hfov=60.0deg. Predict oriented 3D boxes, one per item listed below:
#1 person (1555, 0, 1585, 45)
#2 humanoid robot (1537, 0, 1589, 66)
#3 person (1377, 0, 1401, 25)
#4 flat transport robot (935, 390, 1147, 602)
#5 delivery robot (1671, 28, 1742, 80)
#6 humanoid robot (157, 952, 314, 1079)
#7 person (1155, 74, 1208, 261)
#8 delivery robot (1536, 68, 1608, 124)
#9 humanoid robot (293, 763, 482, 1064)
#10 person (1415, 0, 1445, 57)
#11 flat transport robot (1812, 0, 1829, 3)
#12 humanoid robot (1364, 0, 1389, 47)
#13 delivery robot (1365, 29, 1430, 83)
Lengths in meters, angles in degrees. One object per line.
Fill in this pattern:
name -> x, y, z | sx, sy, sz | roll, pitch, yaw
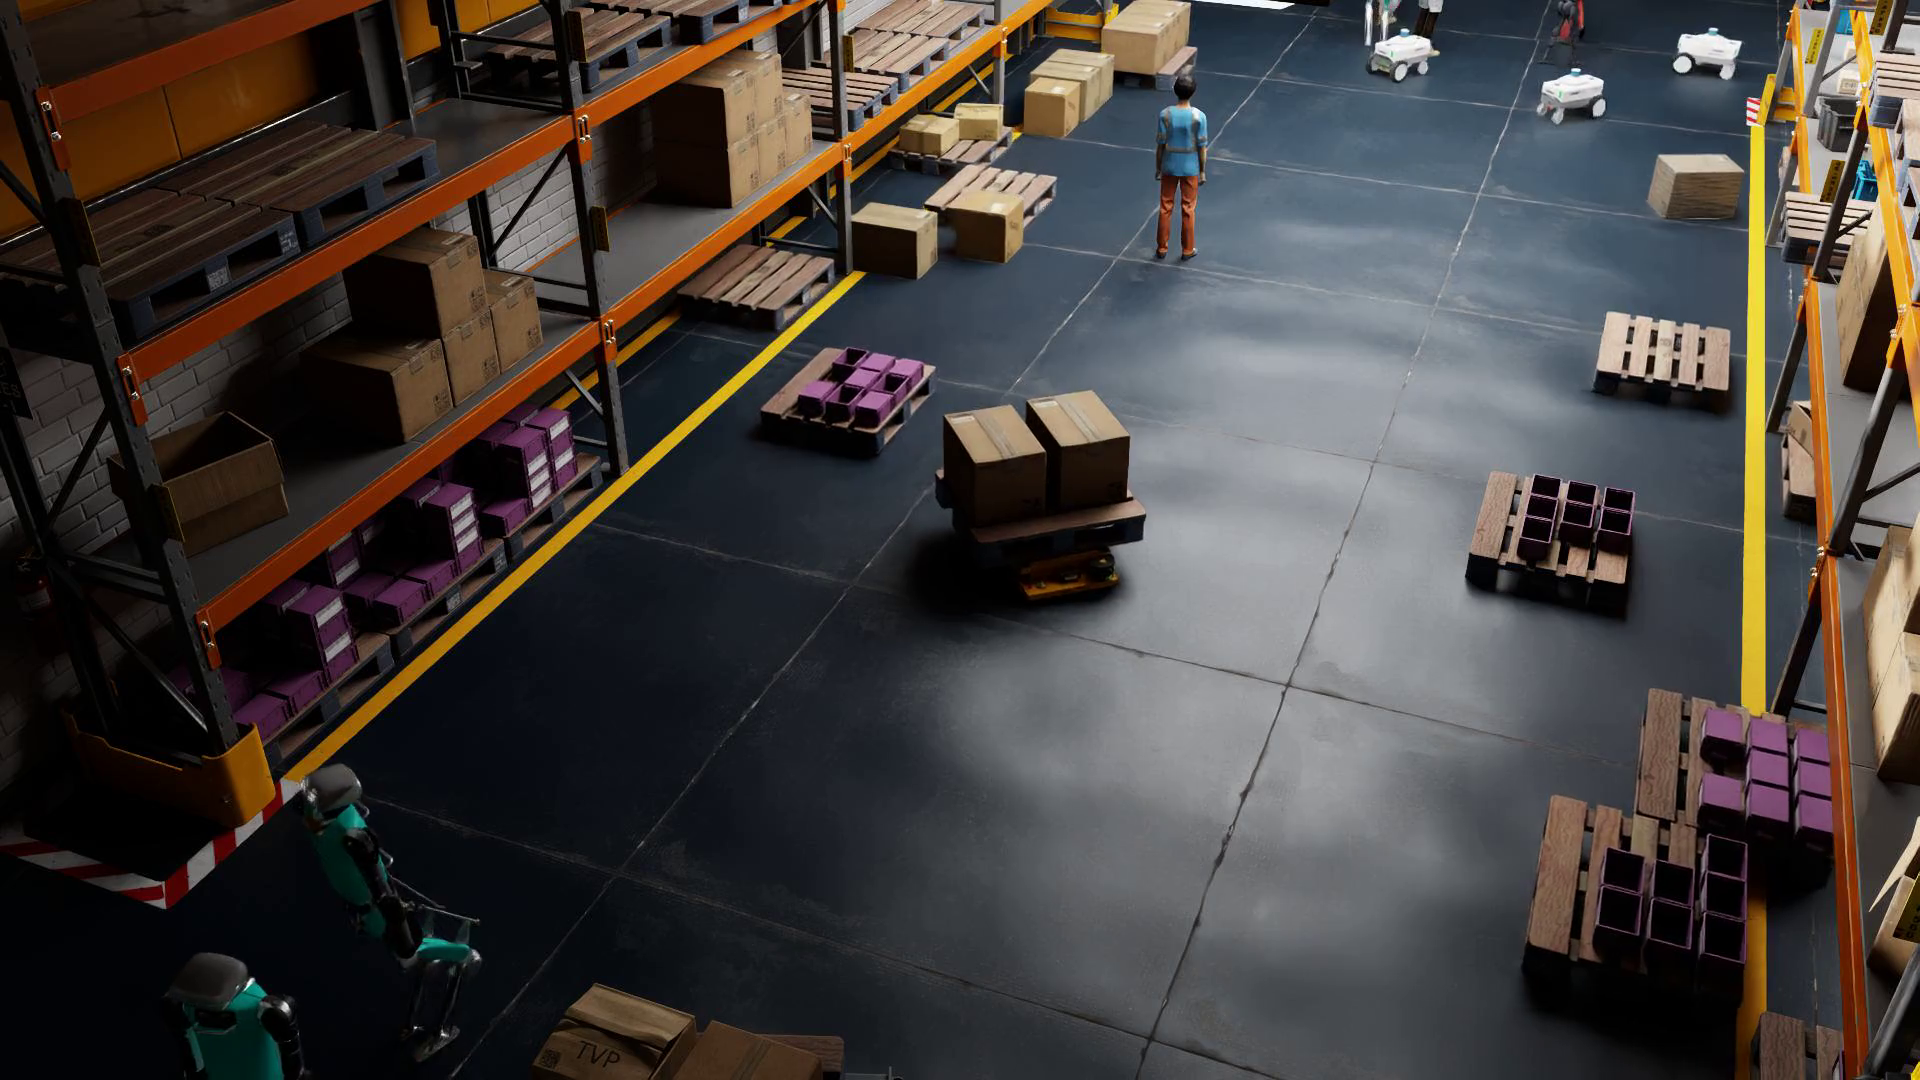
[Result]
person -> 8.004, -7.313, 21.543 | 0.602, 1.746, 0.395 | -10, 34, -15
humanoid robot -> 7.662, -6.751, 20.756 | 0.602, 1.645, 0.612 | 4, 33, 6
person -> 5.865, -7.792, 22.271 | 0.390, 1.761, 0.489 | -19, 37, -26
flat transport robot -> 0.543, -0.067, 11.696 | 0.659, 0.231, 1.431 | -10, 34, -15
delivery robot -> 9.318, -6.079, 20.719 | 0.750, 0.575, 0.499 | 16, 36, 23
humanoid robot -> -2.801, 2.490, 6.470 | 0.540, 1.871, 0.737 | 4, 33, 7
person -> 2.069, -3.482, 15.601 | 0.486, 1.765, 0.326 | 9, 34, 13
delivery robot -> 7.128, -5.172, 19.350 | 0.818, 0.614, 0.499 | -15, 36, -22
humanoid robot -> -2.532, 1.685, 7.650 | 0.548, 1.813, 0.671 | 26, 41, 34
person -> 6.038, -7.032, 21.164 | 0.319, 1.694, 0.531 | -8, 34, -12
flat transport robot -> 12.385, -7.993, 23.962 | 1.431, 0.231, 0.659 | -25, 40, -33
humanoid robot -> 5.433, -7.240, 21.458 | 0.533, 1.815, 0.677 | 5, 33, 8
delivery robot -> 5.464, -6.025, 20.654 | 0.775, 0.596, 0.499 | -20, 38, -27
